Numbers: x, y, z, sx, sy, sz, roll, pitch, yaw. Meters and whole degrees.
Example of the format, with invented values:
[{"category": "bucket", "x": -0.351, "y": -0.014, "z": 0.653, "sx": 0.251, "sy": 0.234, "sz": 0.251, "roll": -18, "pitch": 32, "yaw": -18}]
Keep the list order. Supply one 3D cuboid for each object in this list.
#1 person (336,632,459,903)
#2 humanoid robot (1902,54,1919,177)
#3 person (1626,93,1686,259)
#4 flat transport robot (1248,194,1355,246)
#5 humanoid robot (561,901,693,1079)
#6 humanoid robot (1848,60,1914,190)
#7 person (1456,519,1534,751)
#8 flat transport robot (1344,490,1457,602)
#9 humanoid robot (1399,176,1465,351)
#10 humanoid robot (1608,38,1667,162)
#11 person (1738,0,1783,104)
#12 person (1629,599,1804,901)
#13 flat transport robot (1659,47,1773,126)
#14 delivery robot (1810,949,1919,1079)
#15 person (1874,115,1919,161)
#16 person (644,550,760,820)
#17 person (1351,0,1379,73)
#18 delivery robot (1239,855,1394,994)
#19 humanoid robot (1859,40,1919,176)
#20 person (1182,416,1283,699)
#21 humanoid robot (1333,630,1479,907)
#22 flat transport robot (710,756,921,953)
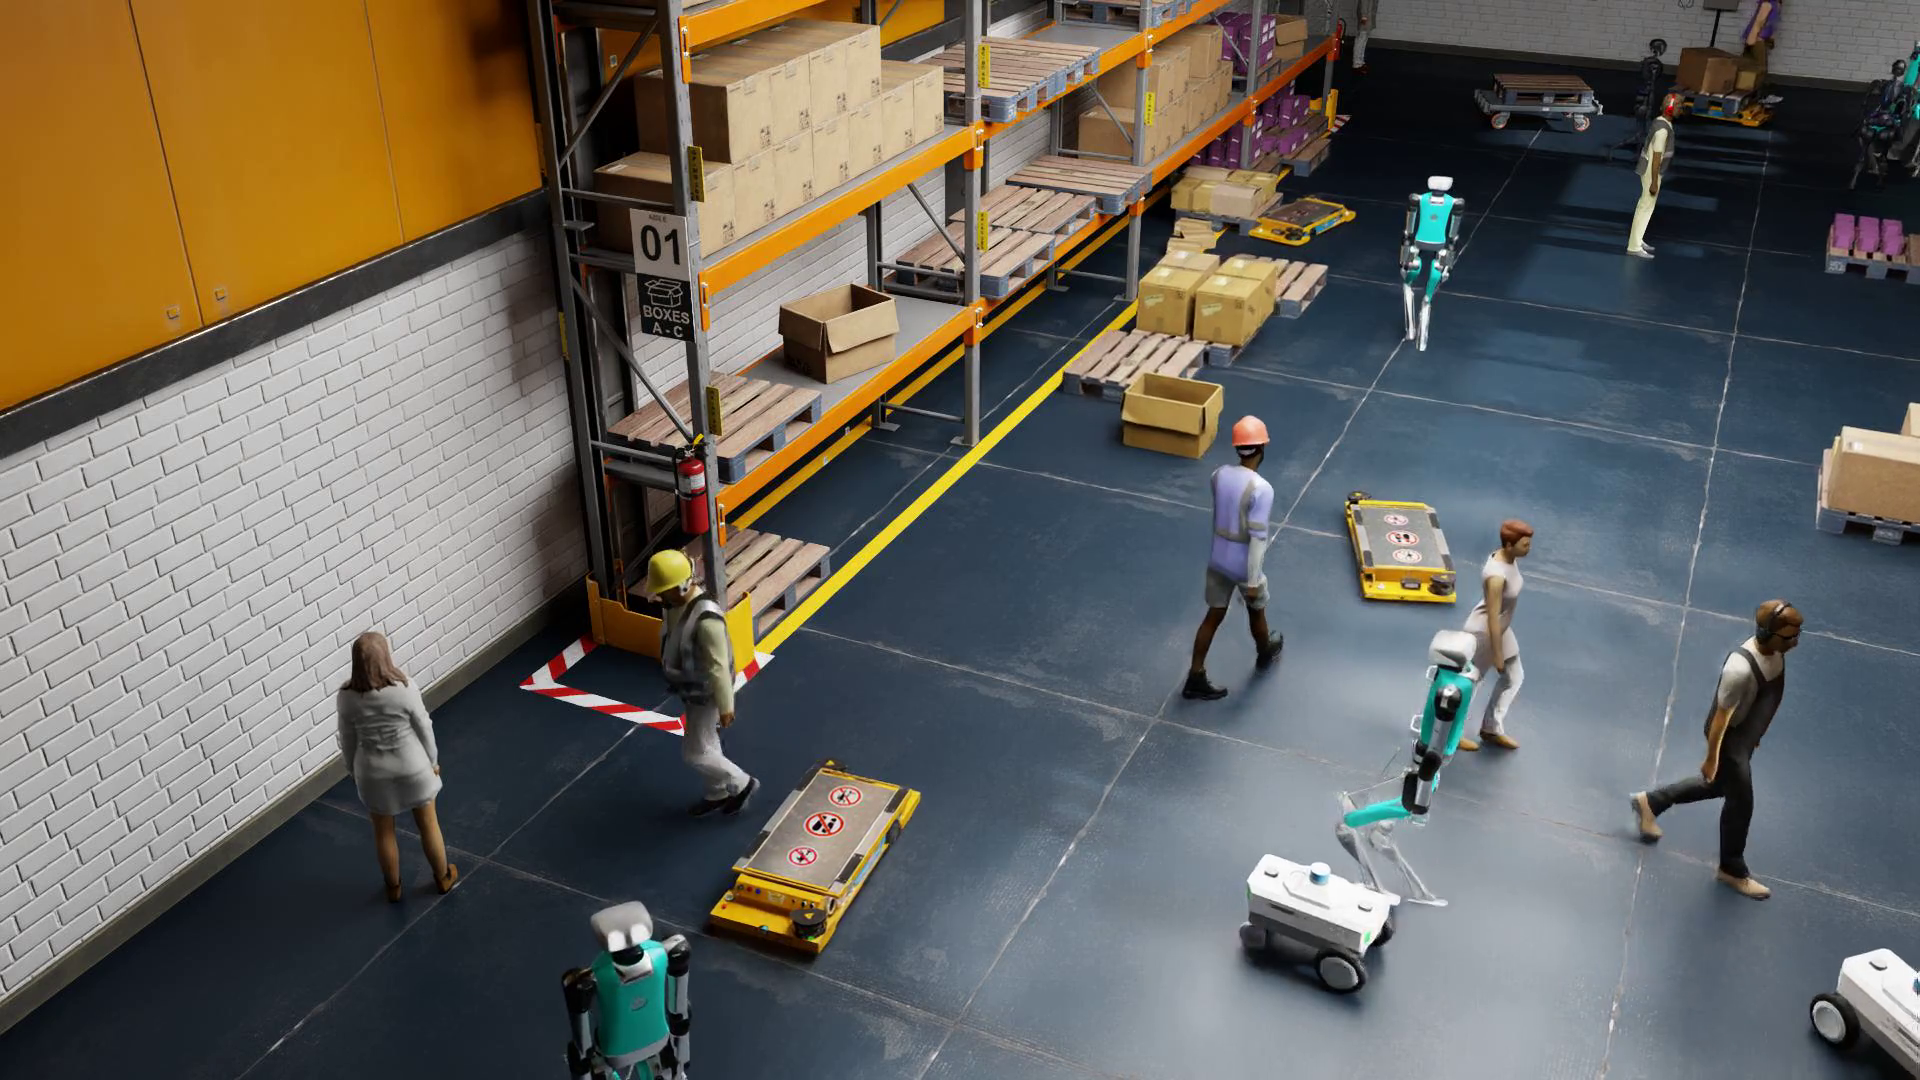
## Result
[{"category": "person", "x": -3.060, "y": 1.227, "z": 8.984, "sx": 0.485, "sy": 1.659, "sz": 0.343, "roll": -6, "pitch": 29, "yaw": -10}, {"category": "humanoid robot", "x": 12.556, "y": -5.584, "z": 21.539, "sx": 0.767, "sy": 1.763, "sz": 0.532, "roll": -15, "pitch": 32, "yaw": -25}, {"category": "person", "x": 7.778, "y": -4.101, "z": 18.685, "sx": 0.380, "sy": 1.834, "sz": 0.562, "roll": 11, "pitch": 30, "yaw": 19}, {"category": "flat transport robot", "x": 4.077, "y": -3.802, "z": 19.777, "sx": 0.659, "sy": 0.231, "sz": 1.431, "roll": 21, "pitch": 35, "yaw": 34}, {"category": "humanoid robot", "x": -1.459, "y": 2.231, "z": 7.135, "sx": 0.548, "sy": 1.874, "sz": 0.724, "roll": -17, "pitch": 33, "yaw": -28}, {"category": "humanoid robot", "x": 11.589, "y": -5.224, "z": 20.975, "sx": 0.608, "sy": 1.648, "sz": 0.613, "roll": 18, "pitch": 33, "yaw": 30}, {"category": "person", "x": 3.299, "y": 0.614, "z": 10.131, "sx": 0.613, "sy": 1.634, "sz": 0.483, "roll": 16, "pitch": 32, "yaw": 27}, {"category": "flat transport robot", "x": 3.334, "y": 0.042, "z": 12.650, "sx": 0.659, "sy": 0.231, "sz": 1.431, "roll": 3, "pitch": 28, "yaw": 5}, {"category": "humanoid robot", "x": 4.575, "y": -2.738, "z": 16.291, "sx": 0.540, "sy": 1.806, "sz": 0.771, "roll": 7, "pitch": 29, "yaw": 14}, {"category": "humanoid robot", "x": 8.996, "y": -5.825, "z": 22.060, "sx": 0.558, "sy": 1.643, "sz": 0.589, "roll": 5, "pitch": 29, "yaw": 9}, {"category": "person", "x": 12.077, "y": -7.541, "z": 25.032, "sx": 0.969, "sy": 1.869, "sz": 0.539, "roll": 17, "pitch": 33, "yaw": 29}, {"category": "person", "x": 4.201, "y": 1.069, "z": 9.120, "sx": 0.521, "sy": 1.817, "sz": 0.821, "roll": -25, "pitch": 37, "yaw": -38}, {"category": "flat transport robot", "x": 11.143, "y": -6.353, "z": 24.507, "sx": 1.431, "sy": 0.231, "sz": 0.659, "roll": 22, "pitch": 35, "yaw": 35}, {"category": "delivery robot", "x": 4.611, "y": 2.342, "z": 8.064, "sx": 0.499, "sy": 0.575, "sz": 0.759, "roll": -9, "pitch": 30, "yaw": -16}, {"category": "person", "x": 12.899, "y": -5.895, "z": 21.996, "sx": 0.964, "sy": 1.852, "sz": 0.636, "roll": 22, "pitch": 35, "yaw": 35}, {"category": "person", "x": -1.519, "y": 0.850, "z": 9.544, "sx": 0.466, "sy": 1.795, "sz": 0.619, "roll": -15, "pitch": 32, "yaw": -26}, {"category": "person", "x": 6.588, "y": -8.499, "z": 26.844, "sx": 0.360, "sy": 1.830, "sz": 0.514, "roll": 14, "pitch": 31, "yaw": 24}, {"category": "delivery robot", "x": 1.876, "y": 1.956, "z": 8.770, "sx": 0.739, "sy": 0.566, "sz": 0.499, "roll": 16, "pitch": 32, "yaw": 27}, {"category": "humanoid robot", "x": 11.948, "y": -5.552, "z": 21.455, "sx": 0.734, "sy": 1.775, "sz": 0.534, "roll": 6, "pitch": 29, "yaw": 12}, {"category": "person", "x": 1.856, "y": 0.123, "z": 10.817, "sx": 0.962, "sy": 1.861, "sz": 0.618, "roll": -19, "pitch": 34, "yaw": -32}, {"category": "humanoid robot", "x": 2.322, "y": 1.254, "z": 8.860, "sx": 0.808, "sy": 1.784, "sz": 0.549, "roll": 11, "pitch": 30, "yaw": 19}, {"category": "flat transport robot", "x": -0.794, "y": 1.757, "z": 9.470, "sx": 0.659, "sy": 0.231, "sz": 1.431, "roll": 10, "pitch": 30, "yaw": 19}]
